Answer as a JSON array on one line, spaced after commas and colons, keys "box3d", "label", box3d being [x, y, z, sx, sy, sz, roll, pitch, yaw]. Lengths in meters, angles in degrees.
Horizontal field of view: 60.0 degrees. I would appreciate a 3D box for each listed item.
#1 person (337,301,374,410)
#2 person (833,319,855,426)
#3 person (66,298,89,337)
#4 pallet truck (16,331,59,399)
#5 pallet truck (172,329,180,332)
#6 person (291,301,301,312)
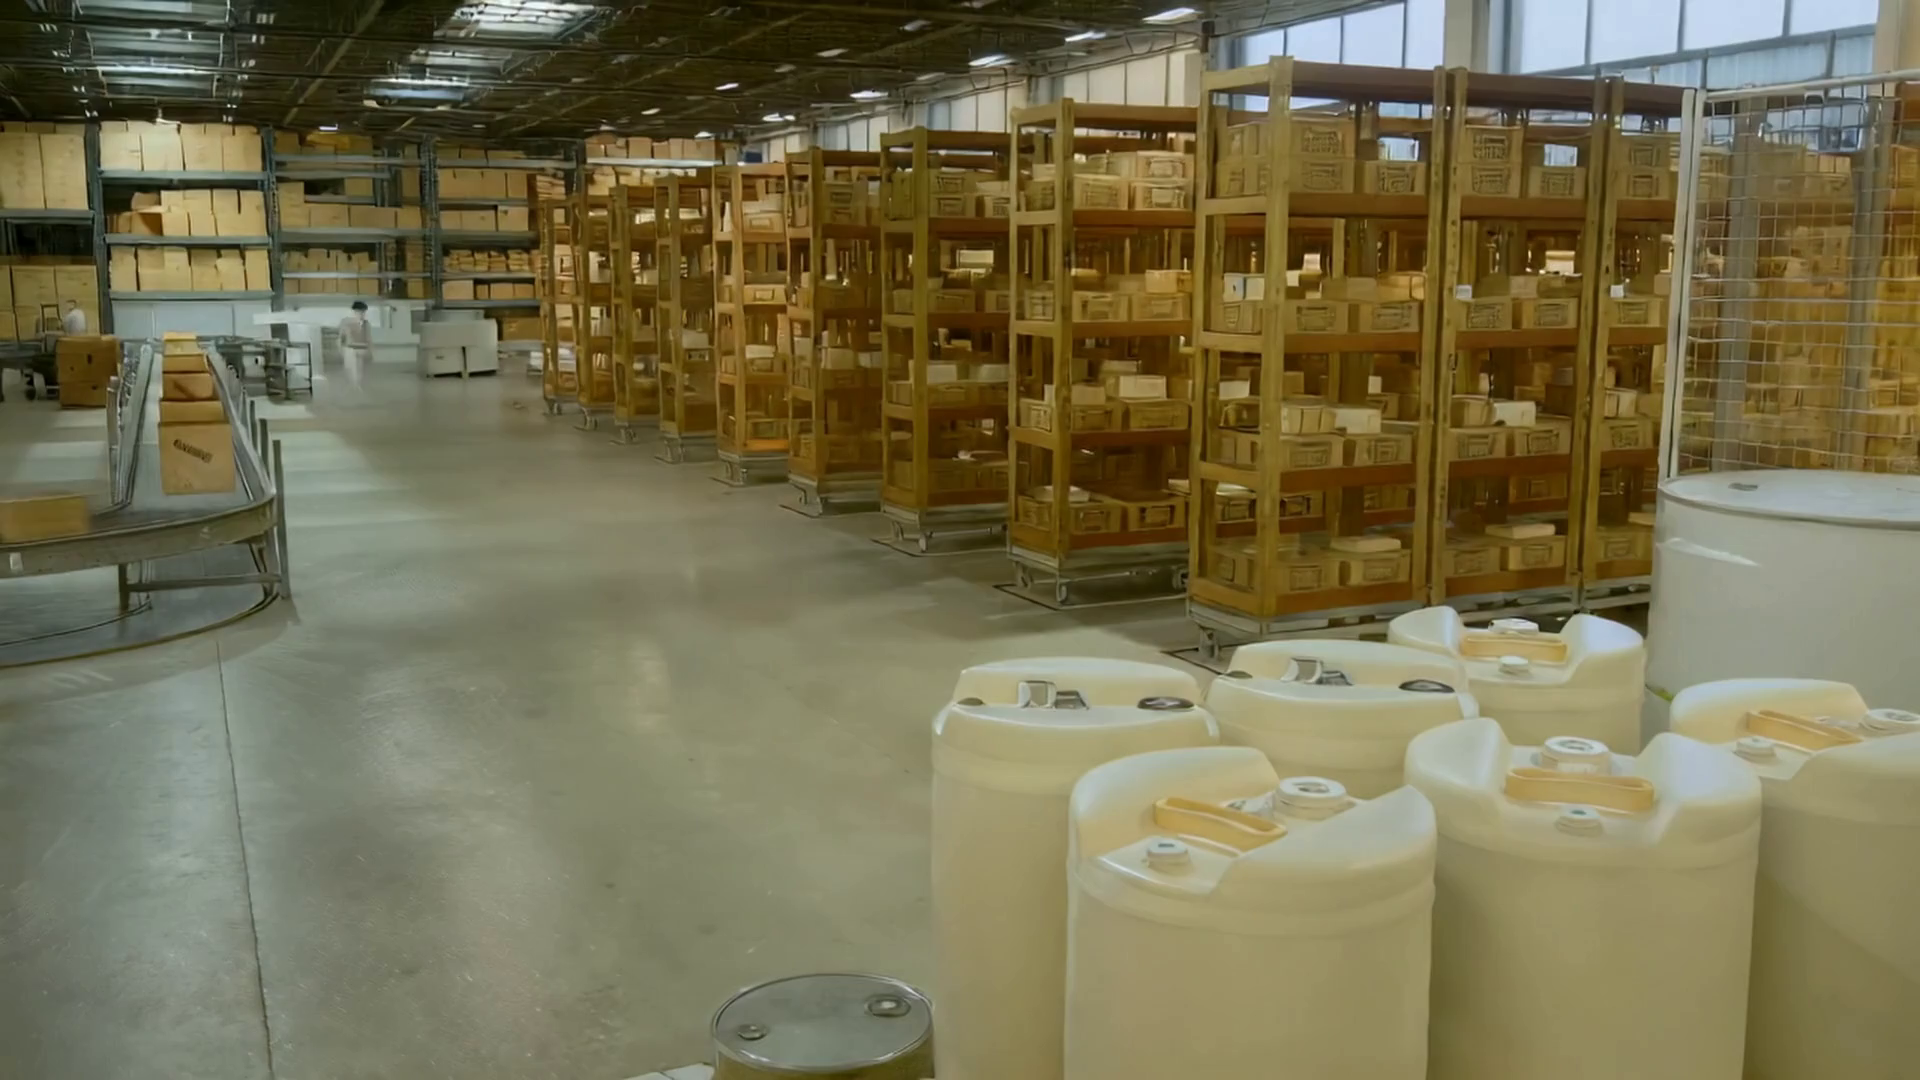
[{"box3d": [-10.532, -3.209, 29.035, 0.841, 1.895, 0.634, 3, 10, 20], "label": "person"}, {"box3d": [-1.713, -2.498, 24.905, 0.611, 1.810, 0.527, 0, 9, -2], "label": "person"}, {"box3d": [-20.243, -4.636, 38.141, 0.403, 1.826, 0.592, 3, 10, 17], "label": "person"}, {"box3d": [-17.082, -3.353, 31.781, 1.630, 1.274, 0.653, -4, 10, -25], "label": "pallet truck"}, {"box3d": [-17.275, -3.851, 35.096, 1.601, 1.201, 0.680, 0, 9, 1], "label": "pallet truck"}, {"box3d": [-17.137, -5.311, 42.799, 0.787, 1.671, 0.536, -6, 11, -32], "label": "person"}]
